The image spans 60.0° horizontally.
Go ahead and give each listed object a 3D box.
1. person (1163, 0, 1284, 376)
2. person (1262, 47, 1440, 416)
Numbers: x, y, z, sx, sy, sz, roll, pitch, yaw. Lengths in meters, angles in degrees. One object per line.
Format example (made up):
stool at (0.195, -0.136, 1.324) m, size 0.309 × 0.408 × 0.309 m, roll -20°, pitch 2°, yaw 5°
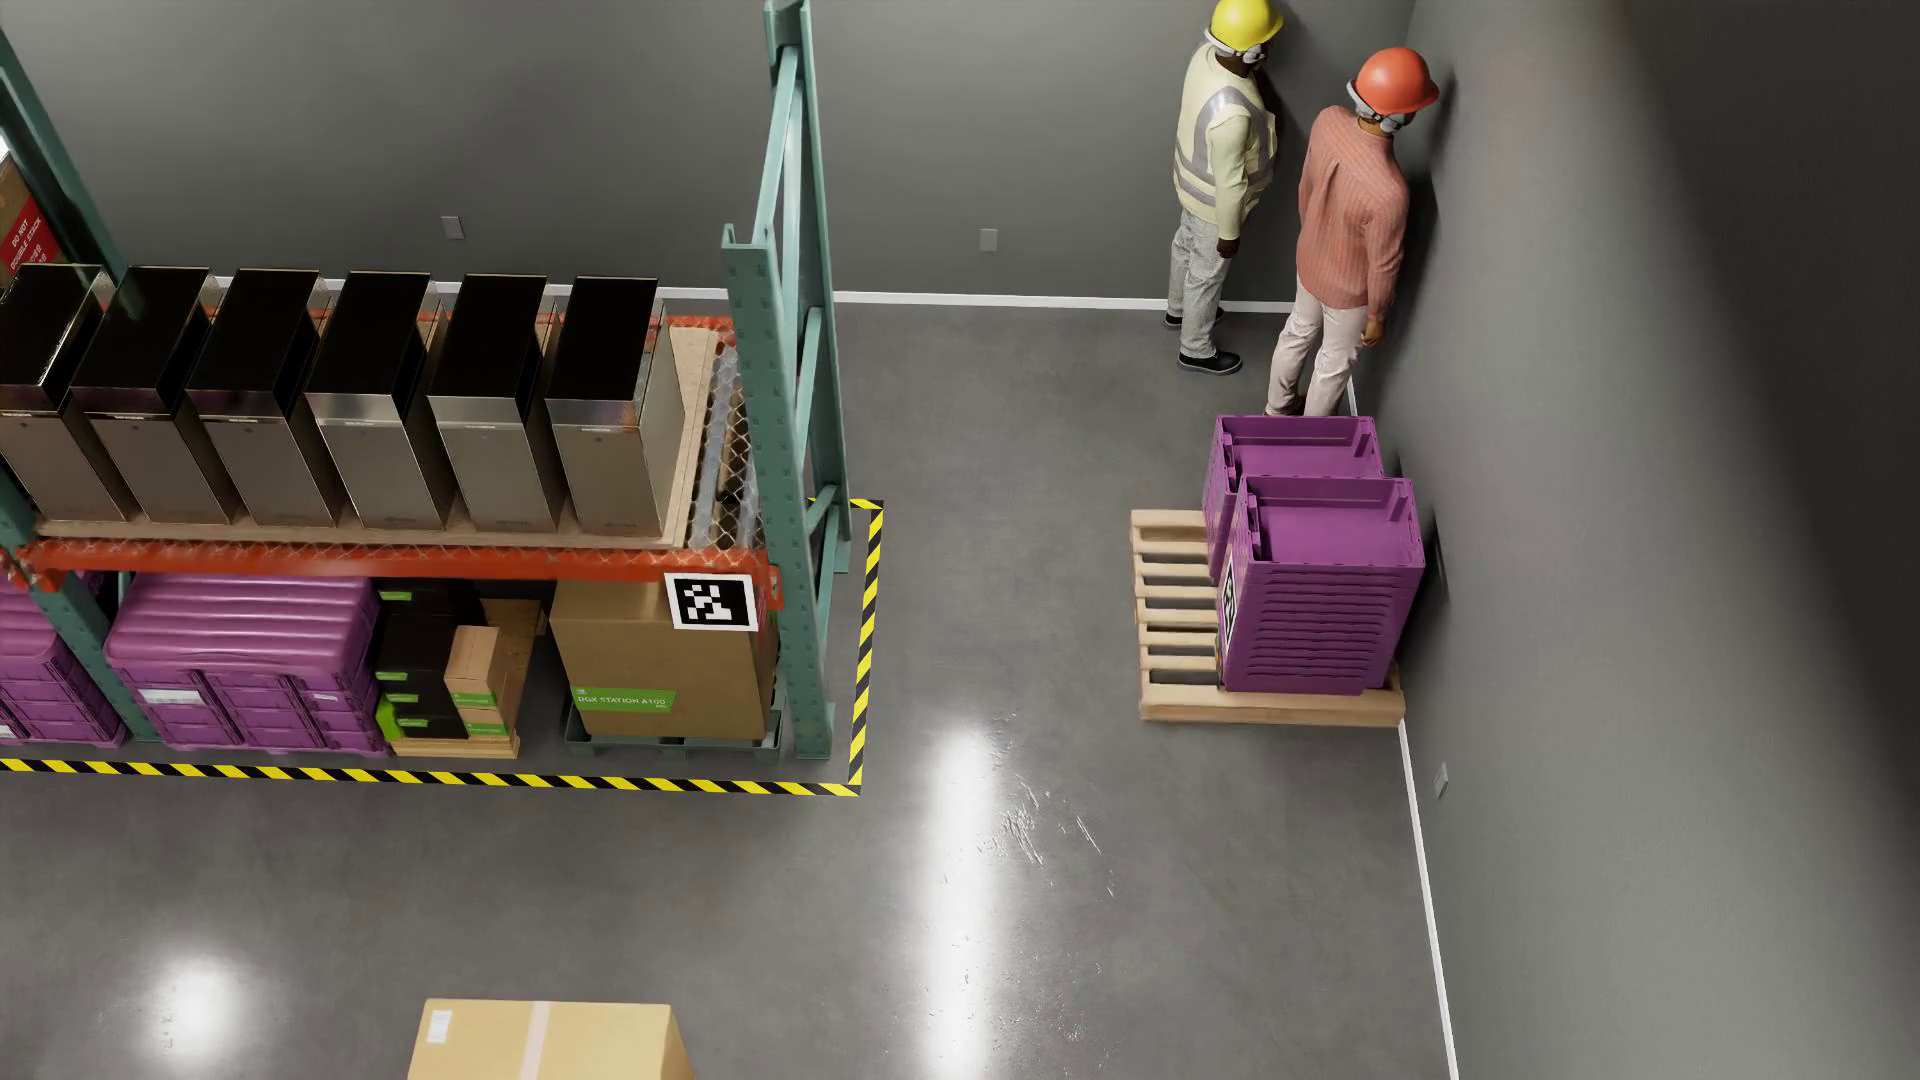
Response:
person at (1.084, -1.470, 6.913) m, size 0.403 × 1.837 × 0.590 m, roll -5°, pitch 52°, yaw -4°
person at (1.502, -1.052, 6.486) m, size 0.380 × 1.995 × 0.611 m, roll -18°, pitch 54°, yaw -13°
